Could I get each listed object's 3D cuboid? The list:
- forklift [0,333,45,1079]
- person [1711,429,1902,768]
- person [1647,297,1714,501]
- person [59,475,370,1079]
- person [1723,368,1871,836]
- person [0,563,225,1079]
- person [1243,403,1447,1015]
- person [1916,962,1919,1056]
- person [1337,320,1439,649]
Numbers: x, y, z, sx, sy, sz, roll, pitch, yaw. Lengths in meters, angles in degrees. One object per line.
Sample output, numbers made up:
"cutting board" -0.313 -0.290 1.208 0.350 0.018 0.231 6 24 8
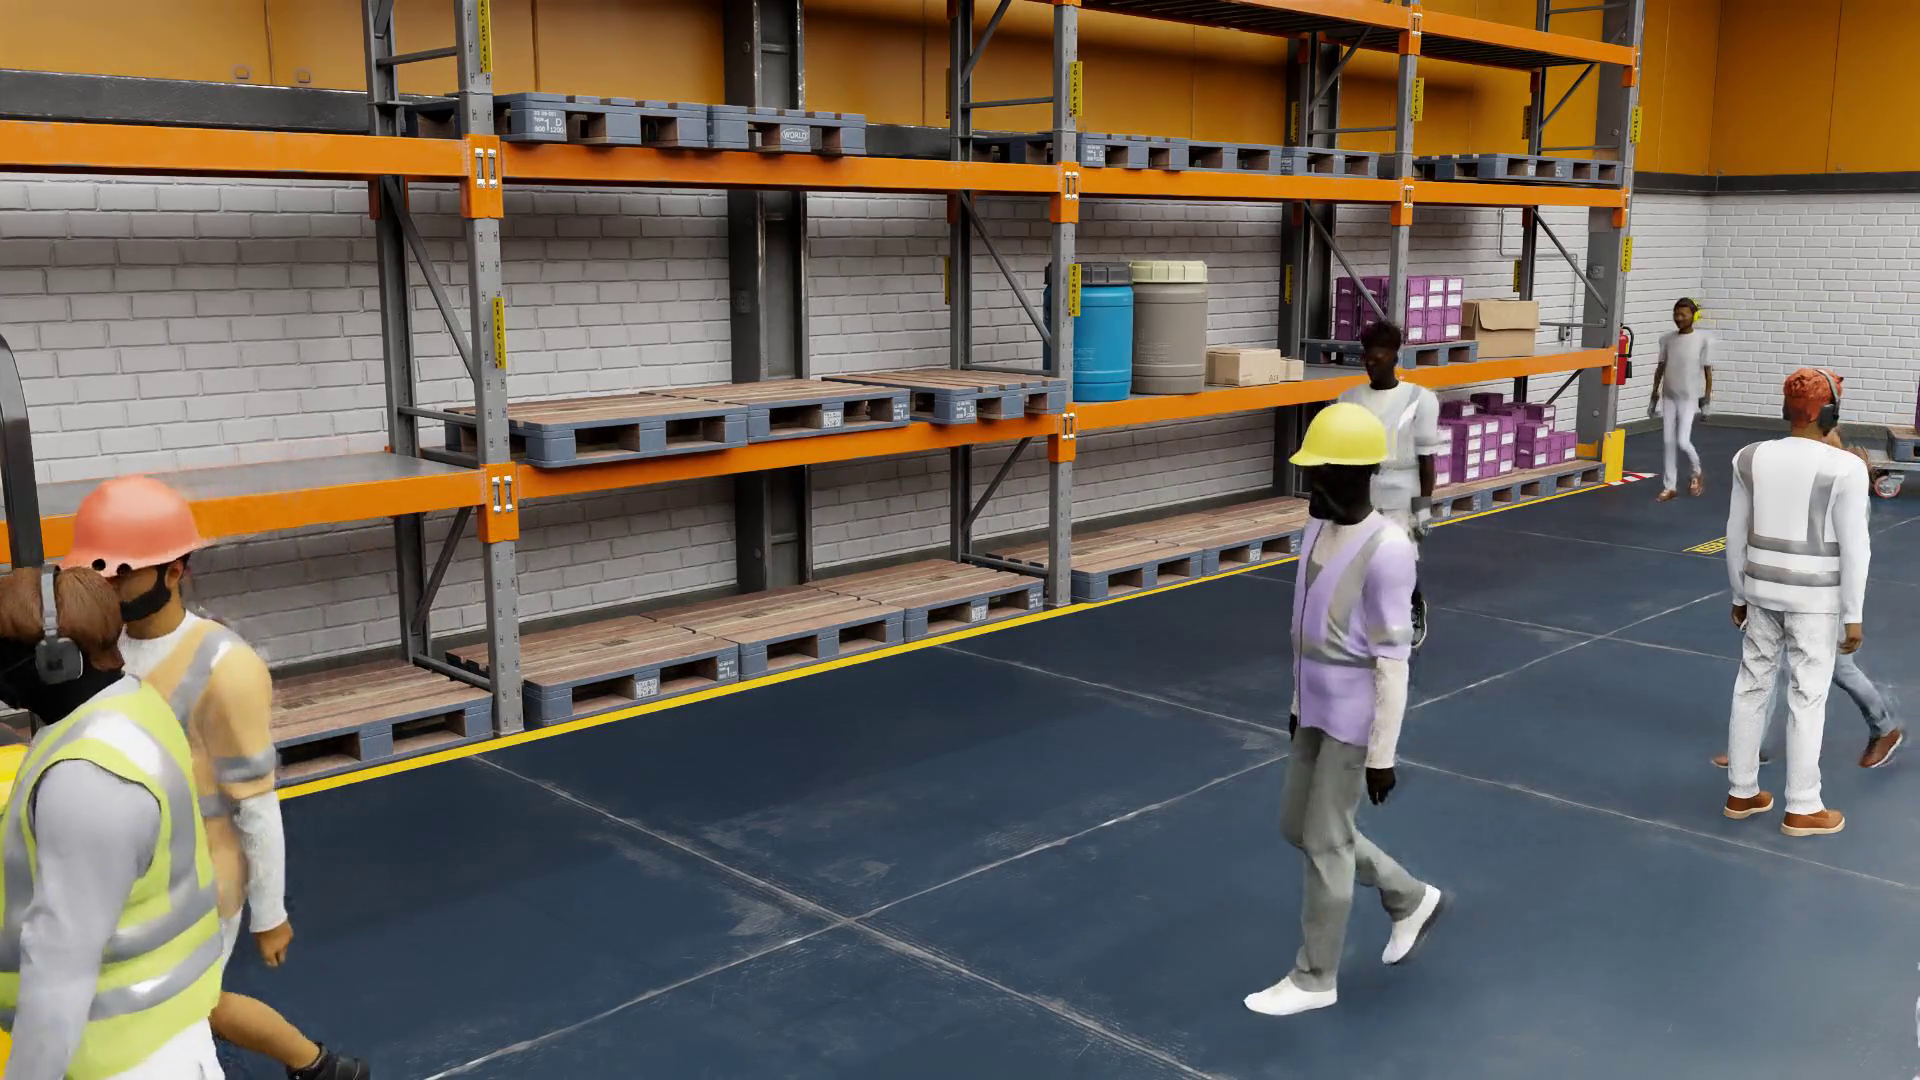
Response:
"forklift" -3.289 0.485 4.582 1.214 2.155 2.313 -10 14 -44
"person" 3.882 0.254 7.480 0.831 1.595 0.498 -3 11 -14
"person" 6.529 -1.269 15.082 0.439 1.858 0.528 -8 13 -37
"person" -1.768 0.764 3.909 0.562 1.897 0.940 6 12 30
"person" 3.370 0.250 6.715 0.355 1.883 0.575 -6 12 -32
"person" -1.677 0.930 3.286 0.969 1.797 0.625 -5 12 -27
"person" 1.213 0.527 5.111 0.616 1.914 0.600 -2 11 -9
"person" 1.897 1.011 2.782 0.733 1.804 0.590 -7 12 -33
"person" 2.374 -0.247 9.230 0.615 1.948 0.696 8 13 36
